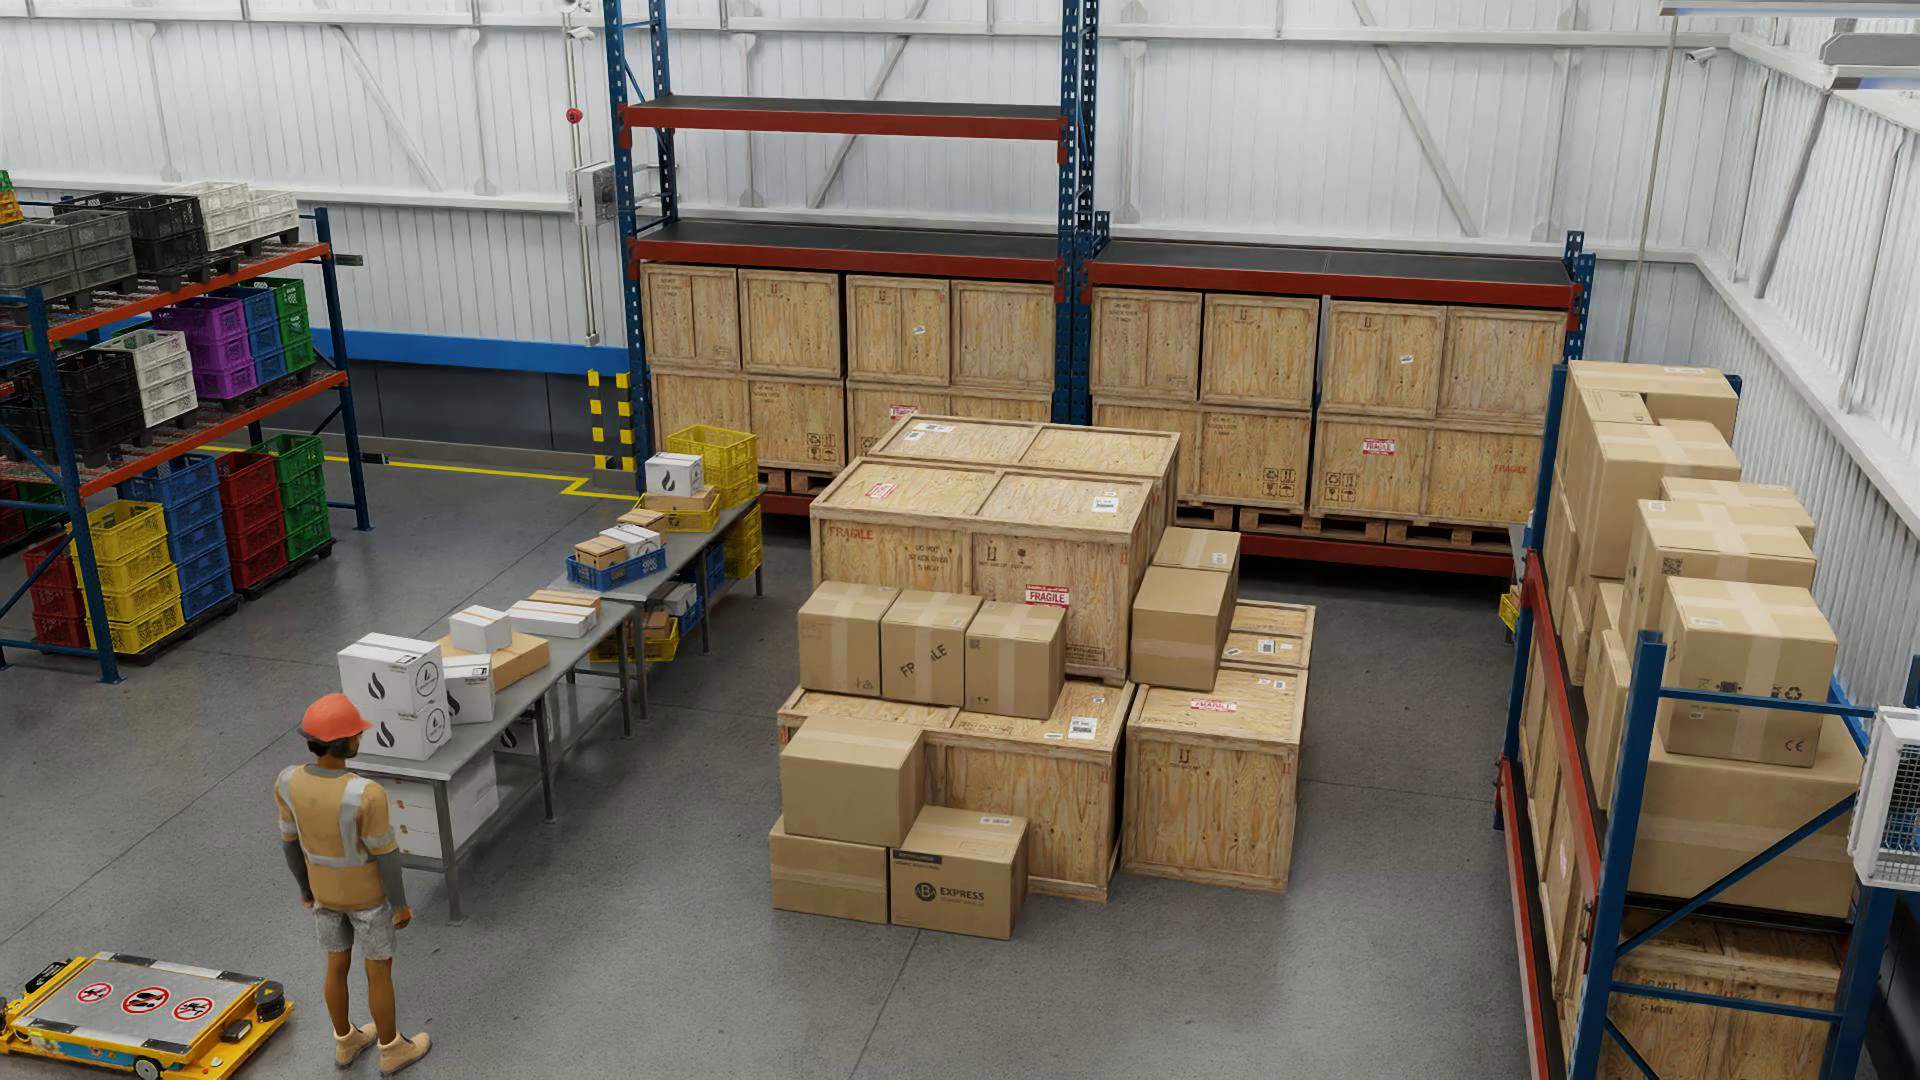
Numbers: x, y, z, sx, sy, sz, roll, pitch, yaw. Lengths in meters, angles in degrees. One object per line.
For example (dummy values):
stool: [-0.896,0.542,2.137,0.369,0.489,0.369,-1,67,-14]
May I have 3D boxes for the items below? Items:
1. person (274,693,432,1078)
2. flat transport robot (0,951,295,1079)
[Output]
person: [-2.967,1.692,8.140,0.615,2.040,0.369,7,22,17]
flat transport robot: [-4.270,2.464,8.601,1.431,0.231,0.659,5,22,13]
